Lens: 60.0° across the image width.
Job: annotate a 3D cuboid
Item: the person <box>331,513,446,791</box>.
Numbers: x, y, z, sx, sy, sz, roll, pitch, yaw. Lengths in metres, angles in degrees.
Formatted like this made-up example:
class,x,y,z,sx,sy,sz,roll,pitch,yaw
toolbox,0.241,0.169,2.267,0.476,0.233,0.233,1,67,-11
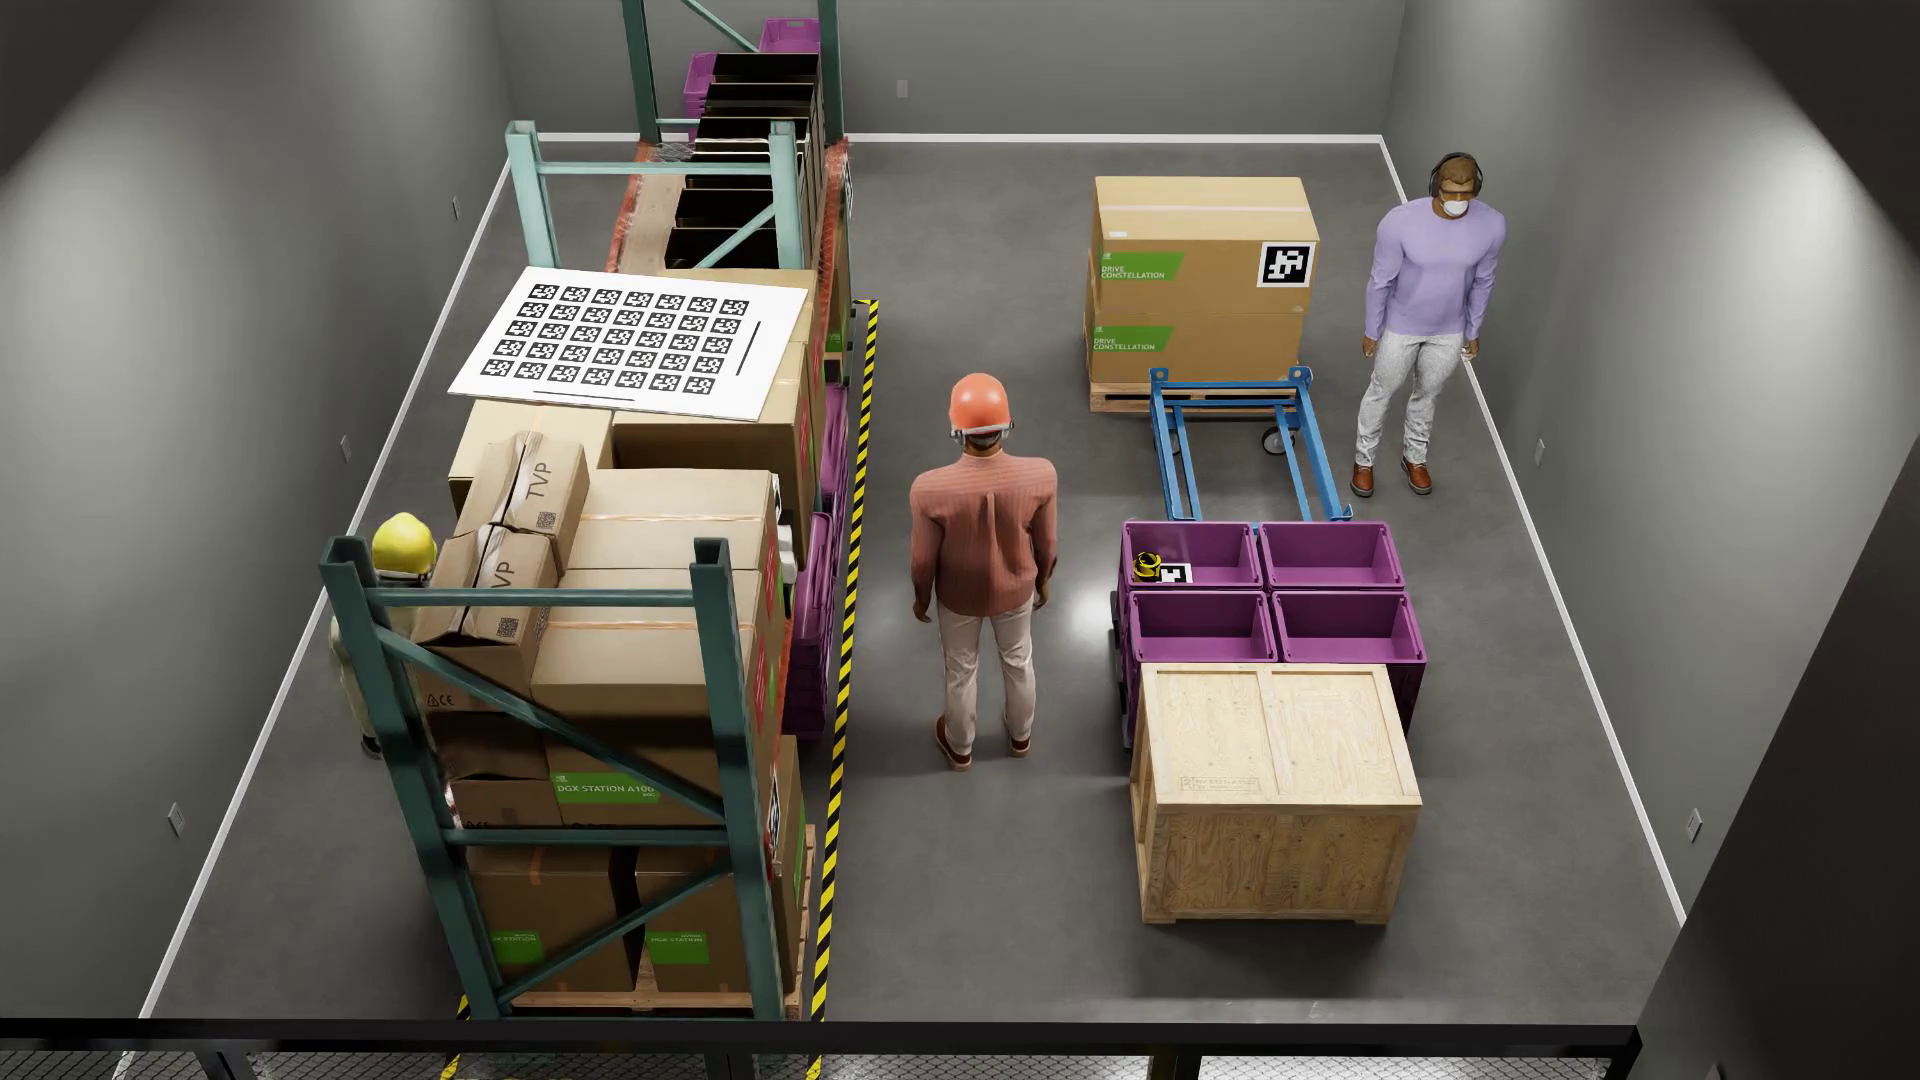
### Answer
class,x,y,z,sx,sy,sz,roll,pitch,yaw
person,-2.030,0.662,6.454,0.608,1.810,0.443,-5,41,-5

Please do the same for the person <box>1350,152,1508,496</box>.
class,x,y,z,sx,sy,sz,roll,pitch,yaw
person,2.319,-1.062,8.325,0.629,1.940,0.372,-2,41,-2

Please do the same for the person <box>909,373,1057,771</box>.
class,x,y,z,sx,sy,sz,roll,pitch,yaw
person,0.088,0.165,6.885,0.612,1.992,0.402,-8,42,-9
